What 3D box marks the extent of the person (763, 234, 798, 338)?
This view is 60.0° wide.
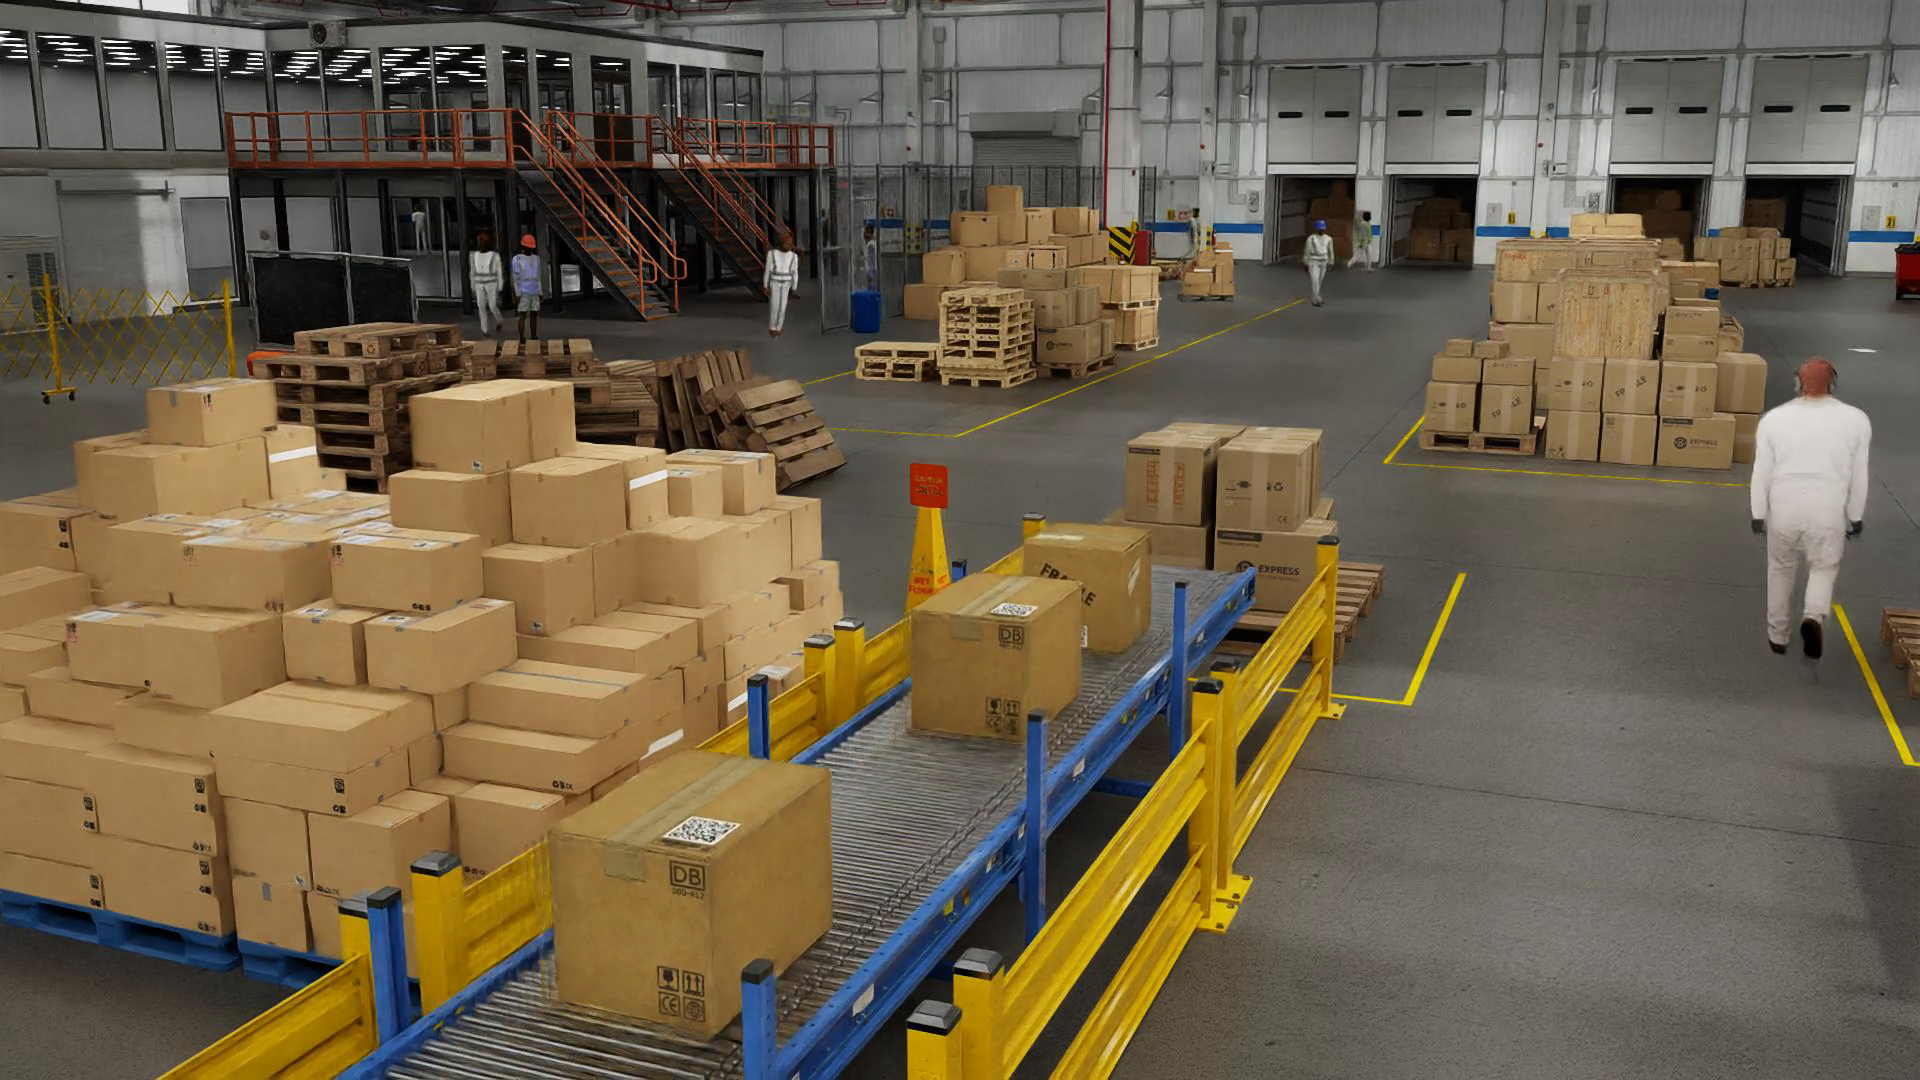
[{"bbox_3d":[-3.215,-4.560,29.961,0.629,1.851,0.633,-4,13,-18],"label":"person"}]

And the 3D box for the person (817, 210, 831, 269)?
[{"bbox_3d":[-4.213,-9.161,50.698,0.534,1.824,0.719,-9,16,-36],"label":"person"}]

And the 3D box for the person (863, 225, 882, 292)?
[{"bbox_3d":[-1.781,-5.435,33.766,0.397,1.911,0.587,0,13,2],"label":"person"}]

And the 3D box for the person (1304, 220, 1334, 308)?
[{"bbox_3d":[7.959,-6.076,36.677,0.605,1.892,0.994,-3,13,-13],"label":"person"}]

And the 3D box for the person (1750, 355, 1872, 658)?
[{"bbox_3d":[5.207,-0.185,10.244,0.648,1.891,0.582,7,14,28],"label":"person"}]

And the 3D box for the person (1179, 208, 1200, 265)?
[{"bbox_3d":[7.206,-9.444,51.893,0.672,1.845,0.532,9,15,35],"label":"person"}]

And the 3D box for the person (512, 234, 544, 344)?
[{"bbox_3d":[-7.288,-4.195,28.158,0.369,1.929,0.542,10,16,38],"label":"person"}]

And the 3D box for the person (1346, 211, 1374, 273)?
[{"bbox_3d":[11.783,-8.727,48.743,0.738,1.818,0.633,8,15,32],"label":"person"}]

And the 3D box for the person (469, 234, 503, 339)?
[{"bbox_3d":[-8.526,-4.568,29.971,0.581,1.867,0.566,1,13,4],"label":"person"}]
